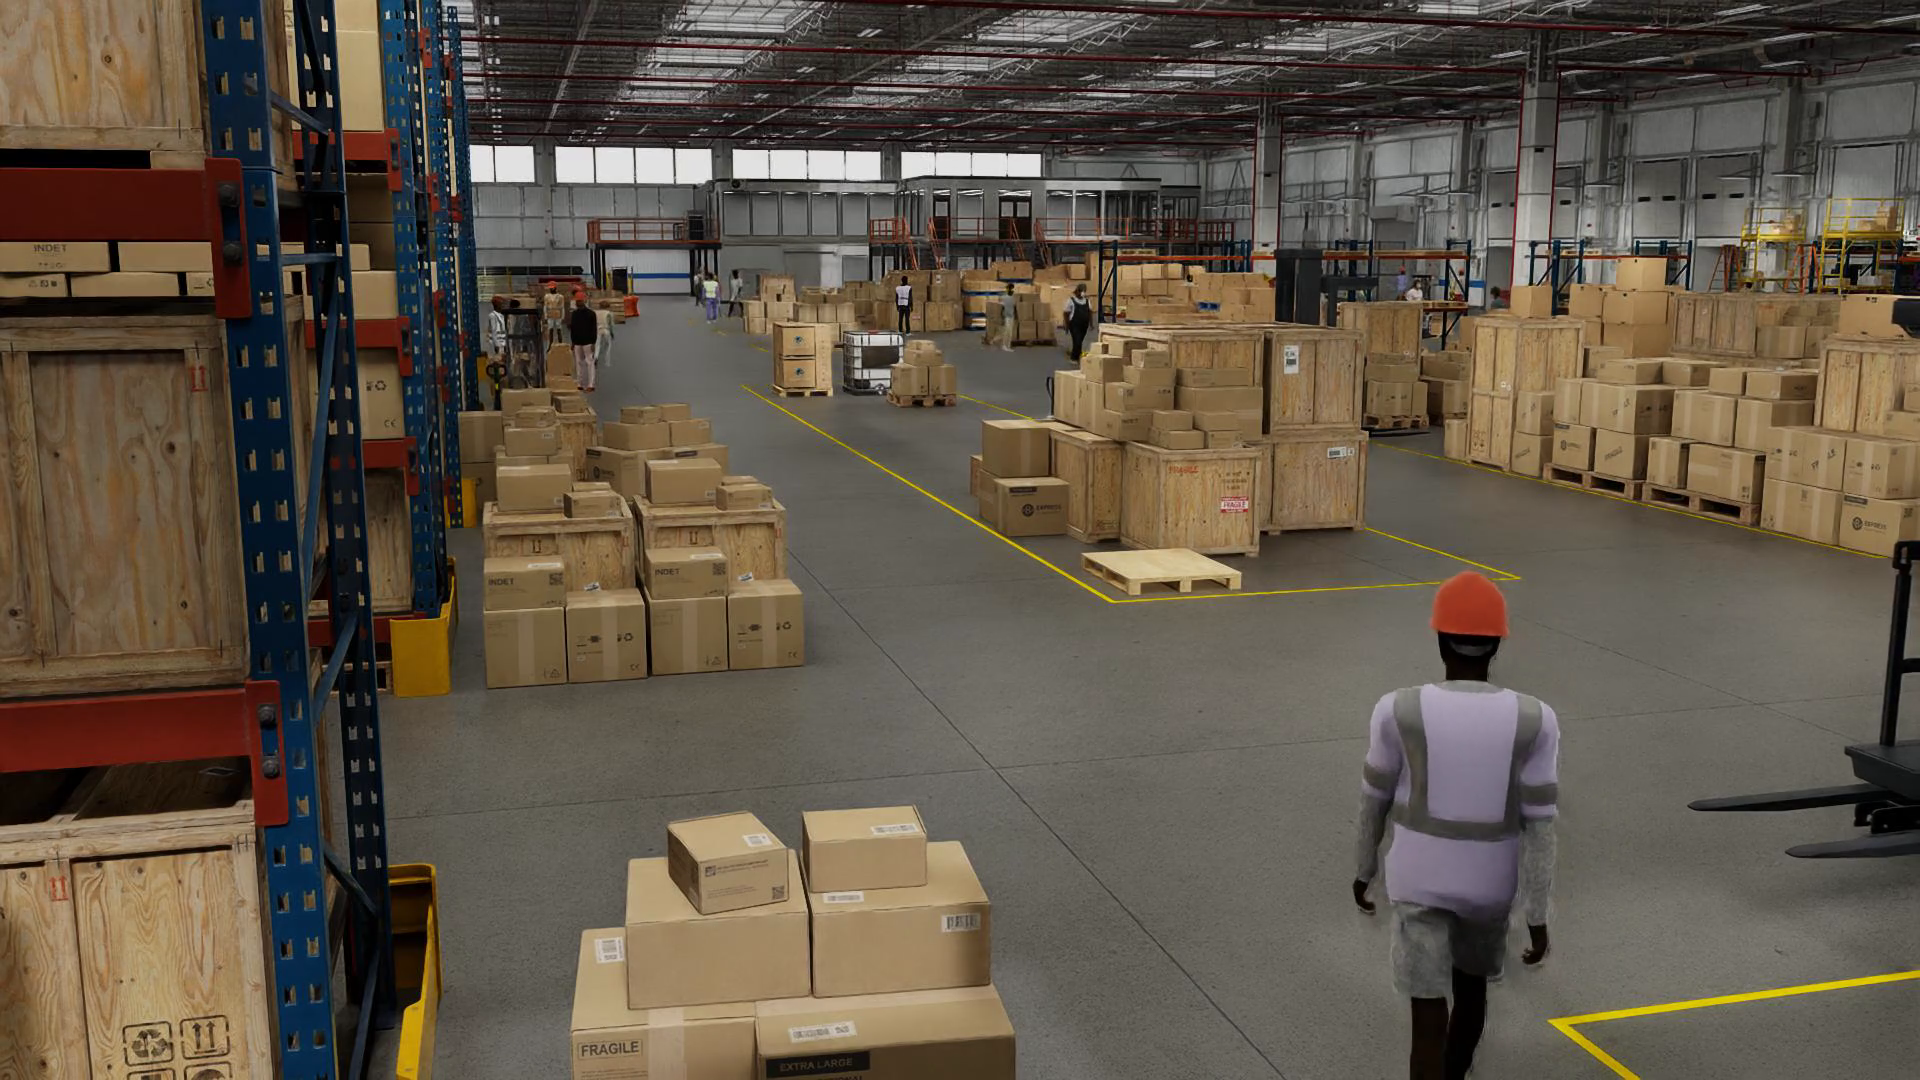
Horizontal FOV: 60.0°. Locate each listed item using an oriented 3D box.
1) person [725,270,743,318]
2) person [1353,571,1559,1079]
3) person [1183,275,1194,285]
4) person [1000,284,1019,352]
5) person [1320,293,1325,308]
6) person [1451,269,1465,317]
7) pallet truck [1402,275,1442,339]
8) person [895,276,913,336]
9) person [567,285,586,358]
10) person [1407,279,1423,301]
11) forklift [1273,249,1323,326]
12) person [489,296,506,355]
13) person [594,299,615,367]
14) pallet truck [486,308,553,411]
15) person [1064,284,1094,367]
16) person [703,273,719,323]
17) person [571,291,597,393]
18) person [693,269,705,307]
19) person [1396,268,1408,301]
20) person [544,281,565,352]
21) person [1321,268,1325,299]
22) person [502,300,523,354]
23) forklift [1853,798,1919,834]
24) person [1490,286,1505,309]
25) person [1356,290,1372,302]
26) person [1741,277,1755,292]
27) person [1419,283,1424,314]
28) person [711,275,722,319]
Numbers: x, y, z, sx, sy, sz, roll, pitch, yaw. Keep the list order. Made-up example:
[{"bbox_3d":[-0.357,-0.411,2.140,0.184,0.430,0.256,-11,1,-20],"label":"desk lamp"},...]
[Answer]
[{"bbox_3d":[-8.971,-9.793,66.350,0.617,1.904,1.016,5,11,28],"label":"person"},{"bbox_3d":[1.517,1.027,5.172,0.565,1.879,1.005,1,10,7],"label":"person"},{"bbox_3d":[8.229,-8.602,59.761,0.518,1.865,0.327,9,14,42],"label":"person"},{"bbox_3d":[1.380,-6.046,45.296,0.570,1.855,0.420,-9,13,-41],"label":"person"},{"bbox_3d":[8.535,-5.120,39.835,0.371,1.939,0.629,-4,11,-21],"label":"person"},{"bbox_3d":[20.277,-10.017,67.467,0.664,1.966,0.581,3,10,14],"label":"person"},{"bbox_3d":[14.620,-7.324,52.145,0.823,1.965,1.885,8,13,40],"label":"pallet truck"},{"bbox_3d":[-1.793,-7.553,53.661,0.596,1.918,0.380,4,11,23],"label":"person"},{"bbox_3d":[-9.903,-5.615,42.782,0.994,1.881,0.573,3,10,17],"label":"person"},{"bbox_3d":[13.017,-6.493,47.608,0.635,1.937,0.352,-8,13,-38],"label":"person"},{"bbox_3d":[4.855,-2.824,24.162,1.873,2.768,1.129,-3,10,-15],"label":"forklift"},{"bbox_3d":[-9.144,-3.882,32.983,0.355,1.883,0.575,0,10,-3],"label":"person"},{"bbox_3d":[-8.492,-4.910,39.561,0.538,1.612,0.587,0,10,2],"label":"person"},{"bbox_3d":[-6.242,-2.418,24.362,0.823,1.965,1.885,1,10,3],"label":"pallet truck"},{"bbox_3d":[2.885,-5.201,40.003,0.685,2.000,1.044,-6,12,-30],"label":"person"},{"bbox_3d":[-9.347,-9.072,62.473,0.617,1.864,1.073,0,10,-1],"label":"person"},{"bbox_3d":[-7.406,-3.881,32.654,0.608,1.996,0.380,6,11,29],"label":"person"},{"bbox_3d":[-12.350,-11.918,78.674,0.822,1.819,0.522,9,13,41],"label":"person"},{"bbox_3d":[20.005,-11.348,75.225,0.565,1.882,0.978,8,13,37],"label":"person"},{"bbox_3d":[-11.009,-6.054,45.120,0.552,1.935,0.366,0,10,1],"label":"person"},{"bbox_3d":[17.222,-12.070,79.501,0.619,1.836,0.431,9,13,41],"label":"person"},{"bbox_3d":[-10.280,-4.668,38.064,0.348,1.656,0.619,7,12,35],"label":"person"},{"bbox_3d":[5.422,0.098,7.619,1.873,2.768,1.129,-3,10,-15],"label":"forklift"},{"bbox_3d":[12.834,-5.118,39.879,0.444,1.917,0.671,6,12,31],"label":"person"},{"bbox_3d":[12.039,-6.813,49.715,0.430,1.838,0.619,10,14,43],"label":"person"},{"bbox_3d":[24.435,-7.200,51.681,0.390,1.915,0.588,2,10,10],"label":"person"},{"bbox_3d":[14.780,-7.443,53.711,0.444,1.683,0.539,5,11,26],"label":"person"},{"bbox_3d":[-9.652,-9.598,65.728,0.540,1.749,0.598,1,10,7],"label":"person"}]
